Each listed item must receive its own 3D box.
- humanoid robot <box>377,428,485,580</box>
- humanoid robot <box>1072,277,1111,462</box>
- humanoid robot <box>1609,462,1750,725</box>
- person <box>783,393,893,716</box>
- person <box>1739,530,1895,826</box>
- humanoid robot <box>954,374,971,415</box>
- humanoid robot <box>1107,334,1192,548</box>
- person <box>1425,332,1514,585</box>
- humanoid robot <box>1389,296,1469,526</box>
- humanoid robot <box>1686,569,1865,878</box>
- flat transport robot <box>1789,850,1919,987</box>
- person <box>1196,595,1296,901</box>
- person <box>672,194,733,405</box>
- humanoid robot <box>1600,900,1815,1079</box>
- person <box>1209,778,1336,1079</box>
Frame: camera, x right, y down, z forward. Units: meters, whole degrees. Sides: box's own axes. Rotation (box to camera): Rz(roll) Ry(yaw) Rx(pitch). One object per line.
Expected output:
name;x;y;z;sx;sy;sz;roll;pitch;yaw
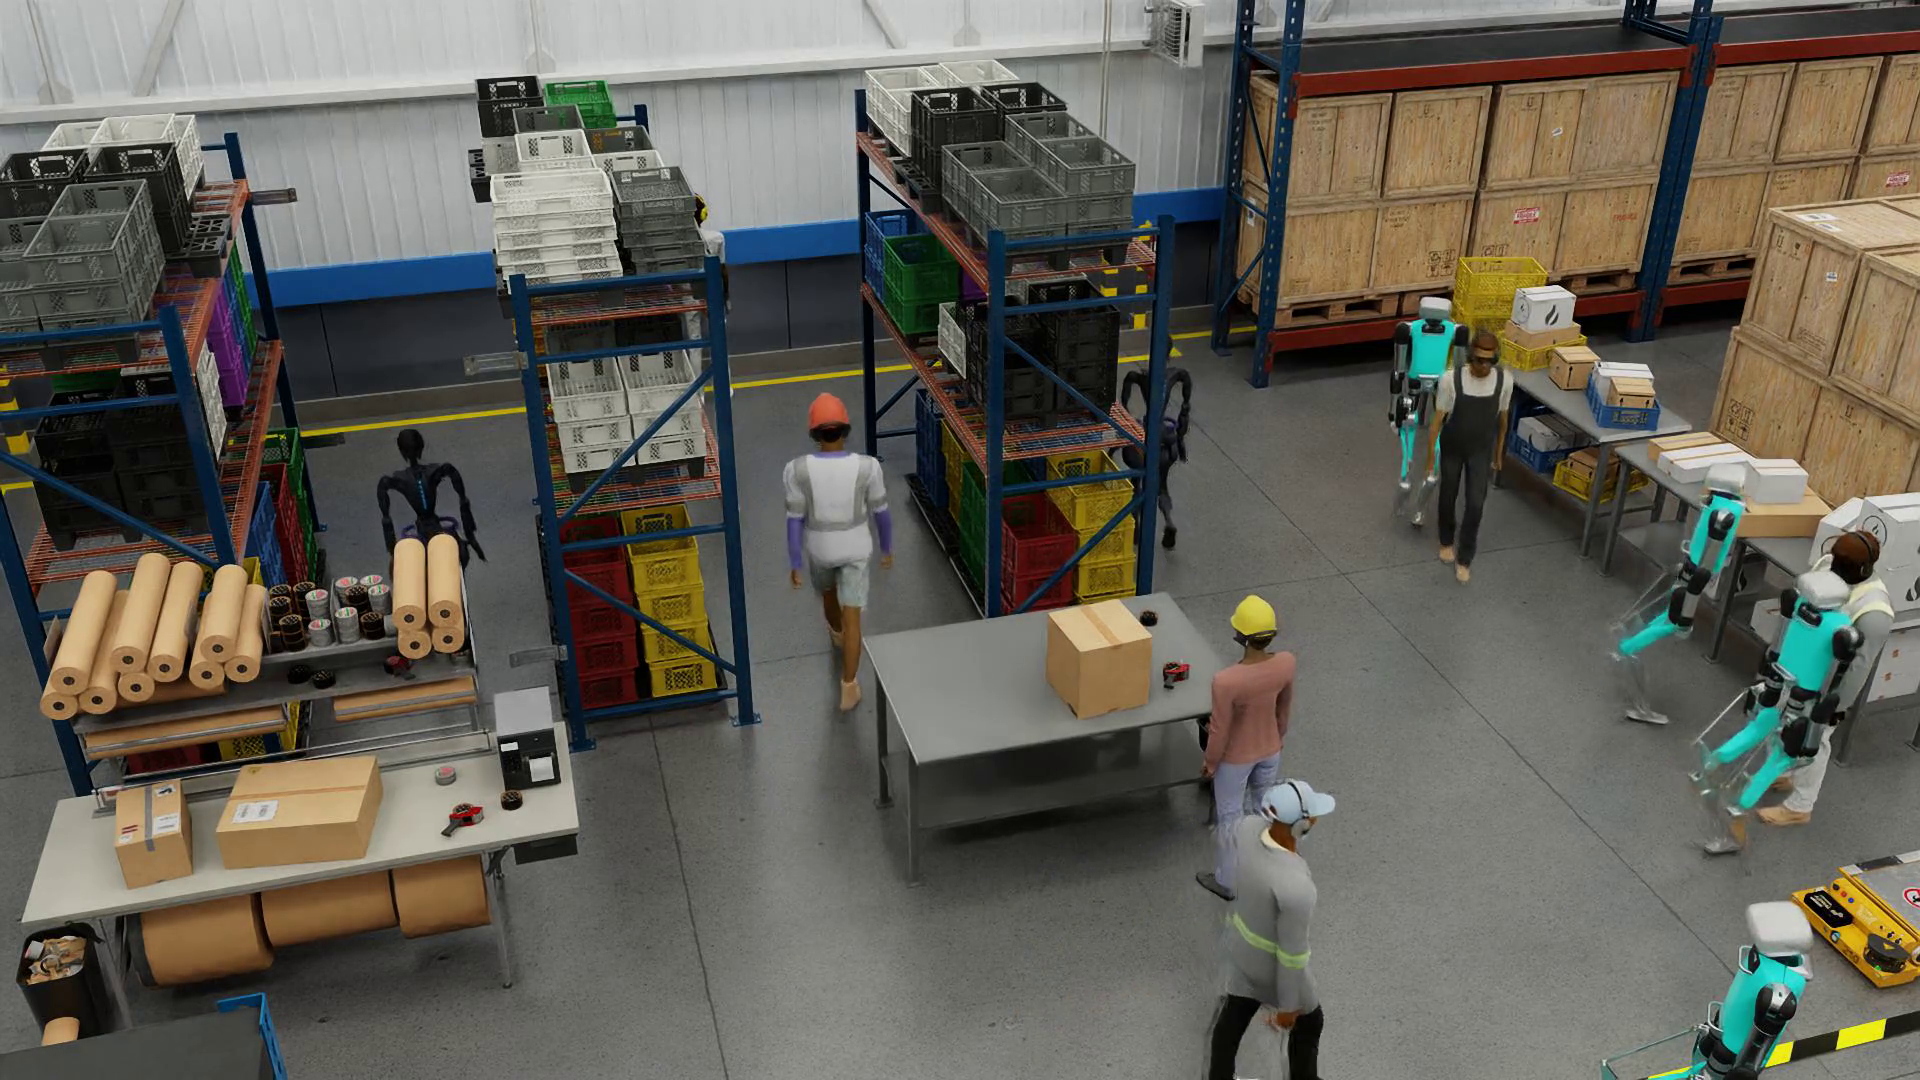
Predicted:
humanoid robot;-3.390;0.028;10.693;0.609;1.623;0.783;-14;32;-23
humanoid robot;0.928;-1.282;13.029;0.612;1.644;0.345;-9;30;-16
humanoid robot;4.243;0.343;10.039;0.664;1.814;0.542;14;32;24
person;-0.746;0.030;10.344;0.643;1.971;1.110;-1;29;-2
person;4.748;0.746;9.188;0.428;1.826;0.646;-1;29;-3
humanoid robot;0.136;-1.796;13.978;0.387;1.644;0.609;-13;32;-23
humanoid robot;1.378;-0.691;11.969;0.607;1.646;0.483;-7;30;-13
person;3.526;-0.568;11.584;0.535;1.814;0.772;5;29;9
humanoid robot;3.385;-0.816;12.148;0.551;1.793;0.815;5;29;10
humanoid robot;4.203;1.017;8.825;0.713;1.831;0.537;-6;29;-11
flat transport robot;5.163;1.916;8.676;1.431;0.231;0.659;-8;30;-14
person;1.471;1.079;8.642;0.530;1.767;0.326;-15;32;-25
person;-2.210;-2.045;14.227;0.515;1.865;0.327;-7;30;-12
humanoid robot;2.864;2.099;6.674;0.735;1.681;0.533;12;31;21
person;1.473;1.787;7.289;0.757;1.828;0.620;-9;30;-17
